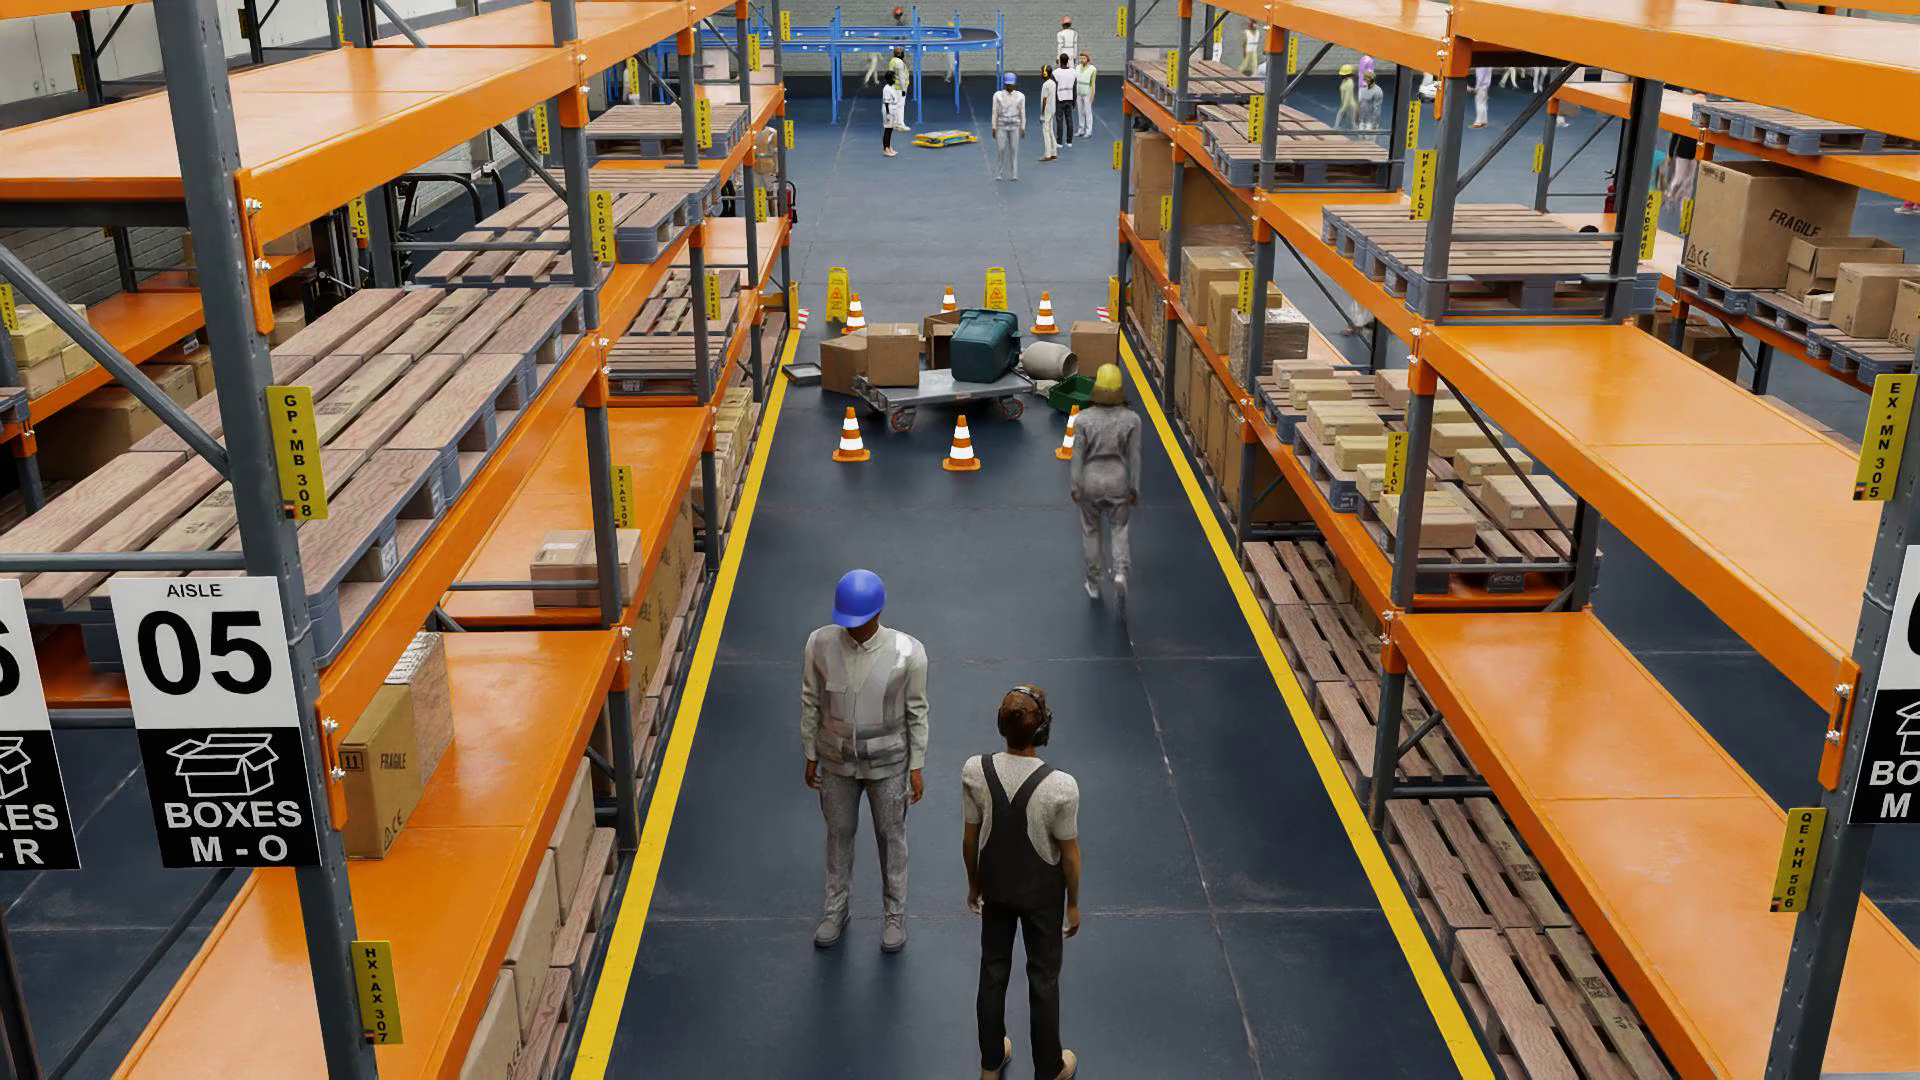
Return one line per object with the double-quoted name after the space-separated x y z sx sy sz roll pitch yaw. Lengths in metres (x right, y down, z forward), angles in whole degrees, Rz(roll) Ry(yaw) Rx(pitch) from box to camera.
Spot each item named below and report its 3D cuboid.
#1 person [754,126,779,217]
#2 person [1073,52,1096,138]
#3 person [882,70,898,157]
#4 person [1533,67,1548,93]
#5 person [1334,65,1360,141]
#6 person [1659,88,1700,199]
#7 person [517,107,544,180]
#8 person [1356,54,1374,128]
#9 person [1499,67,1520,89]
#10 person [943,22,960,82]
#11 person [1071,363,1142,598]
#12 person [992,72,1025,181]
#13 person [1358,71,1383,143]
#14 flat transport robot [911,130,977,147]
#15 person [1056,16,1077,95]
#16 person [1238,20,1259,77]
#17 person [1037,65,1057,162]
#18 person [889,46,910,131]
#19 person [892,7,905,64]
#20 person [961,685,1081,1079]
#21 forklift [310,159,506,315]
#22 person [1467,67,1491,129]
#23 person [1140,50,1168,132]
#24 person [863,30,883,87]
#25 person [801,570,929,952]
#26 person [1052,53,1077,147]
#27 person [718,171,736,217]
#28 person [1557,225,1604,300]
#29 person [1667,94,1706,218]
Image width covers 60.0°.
-3.038 -5.684 25.522 0.550 1.935 0.376 3 21 7 "person"
2.740 -9.724 36.345 0.394 1.836 0.560 -17 27 -38 "person"
-1.413 -8.621 33.618 0.317 1.695 0.540 4 21 9 "person"
15.864 -13.095 45.406 0.506 1.722 0.431 4 21 10 "person"
8.057 -9.086 34.836 0.897 1.695 0.582 -2 21 -6 "person"
12.450 -6.916 28.634 0.546 2.000 0.711 -8 22 -20 "person"
-7.378 -6.861 28.794 0.589 1.822 0.403 17 26 37 "person"
9.242 -10.320 37.775 0.378 1.936 0.548 -3 21 -7 "person"
15.471 -13.526 46.561 0.565 1.717 0.864 -11 24 -28 "person"
-0.232 -14.074 48.026 0.496 1.706 0.863 -16 26 -36 "person"
1.033 -0.384 11.806 0.495 1.732 0.503 -1 21 -2 "person"
0.889 -7.576 30.509 0.616 1.944 0.406 -2 21 -5 "person"
7.621 -7.768 31.053 0.390 1.928 0.637 -6 22 -16 "person"
-0.338 -8.570 35.467 0.652 0.197 1.431 16 26 37 "flat transport robot"
2.857 -13.061 44.872 0.611 2.042 0.395 -11 23 -26 "person"
8.296 -13.985 47.689 0.582 1.798 0.987 -11 23 -27 "person"
1.737 -8.450 32.952 0.339 1.859 0.507 9 23 23 "person"
-1.363 -10.202 37.595 0.429 1.846 0.626 -9 22 -22 "person"
-1.810 -14.719 49.255 0.396 2.042 0.610 0 21 1 "person"
0.255 1.442 6.814 0.505 1.846 0.346 8 22 20 "person"
-5.622 -2.910 17.832 2.313 2.155 1.214 -1 21 -1 "forklift"
11.864 -10.323 37.819 0.396 1.924 0.668 10 23 26 "person"
4.092 -9.169 34.588 0.698 2.000 0.727 -8 22 -21 "person"
-2.503 -13.629 46.996 0.492 1.604 0.816 19 28 41 "person"
-0.449 1.027 7.784 0.604 1.937 0.403 4 21 9 "person"
2.180 -9.226 34.910 0.600 1.917 0.376 -10 23 -24 "person"
-3.804 -6.051 26.497 0.375 1.934 0.547 8 22 21 "person"
5.923 -2.077 16.012 0.596 1.918 0.381 -6 22 -16 "person"
11.763 -6.186 26.797 0.649 1.972 0.454 3 21 7 "person"
